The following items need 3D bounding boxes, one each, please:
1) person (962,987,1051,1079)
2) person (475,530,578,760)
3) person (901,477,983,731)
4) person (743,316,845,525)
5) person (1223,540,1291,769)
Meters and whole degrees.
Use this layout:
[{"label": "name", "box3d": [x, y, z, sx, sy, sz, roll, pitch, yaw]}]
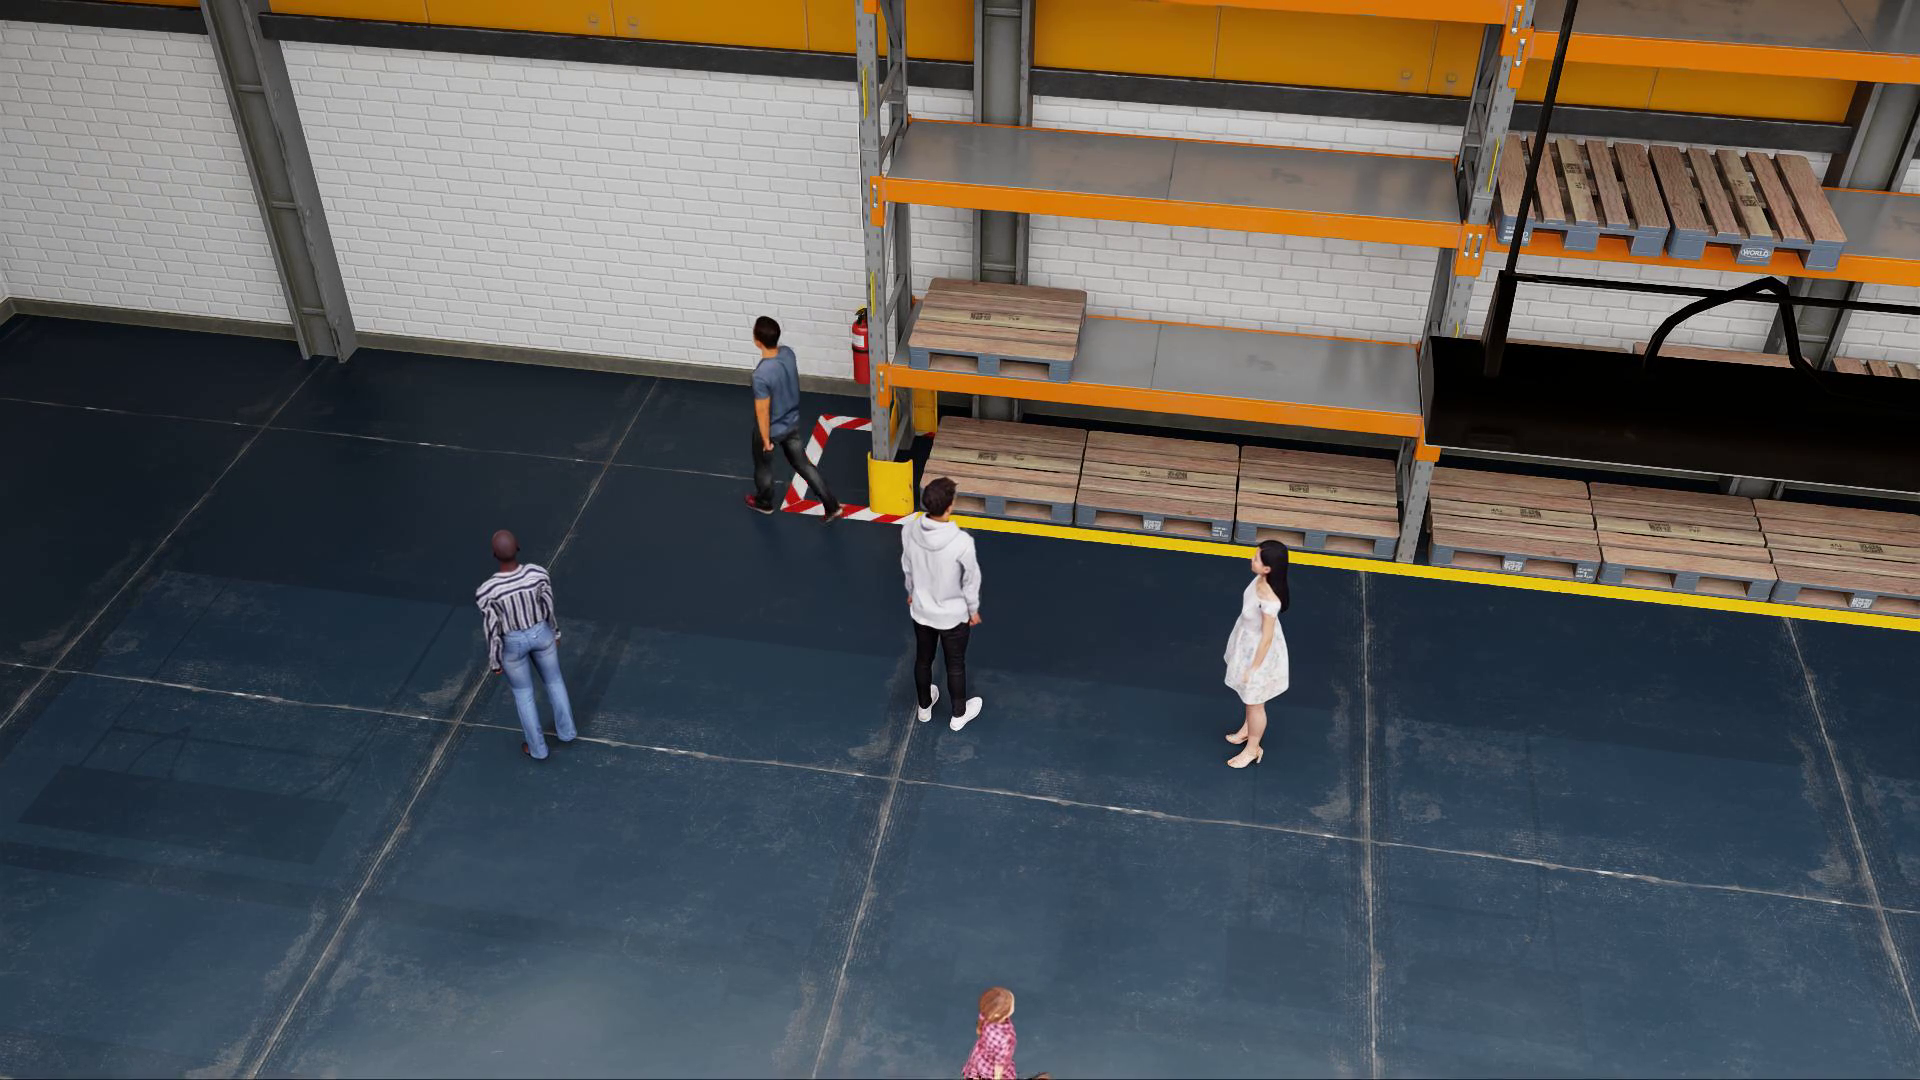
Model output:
[{"label": "person", "box3d": [0.127, 2.667, 8.537, 0.797, 1.003, 0.689, -18, 42, -21]}, {"label": "person", "box3d": [-2.712, 0.665, 10.408, 0.706, 1.795, 0.757, -25, 45, -28]}, {"label": "person", "box3d": [-0.130, 0.421, 10.606, 0.609, 1.929, 0.788, 15, 41, 18]}, {"label": "person", "box3d": [-1.264, -0.835, 12.299, 1.227, 1.780, 0.963, 23, 44, 26]}, {"label": "person", "box3d": [1.851, 0.709, 10.369, 0.628, 1.775, 0.645, 5, 39, 6]}]
